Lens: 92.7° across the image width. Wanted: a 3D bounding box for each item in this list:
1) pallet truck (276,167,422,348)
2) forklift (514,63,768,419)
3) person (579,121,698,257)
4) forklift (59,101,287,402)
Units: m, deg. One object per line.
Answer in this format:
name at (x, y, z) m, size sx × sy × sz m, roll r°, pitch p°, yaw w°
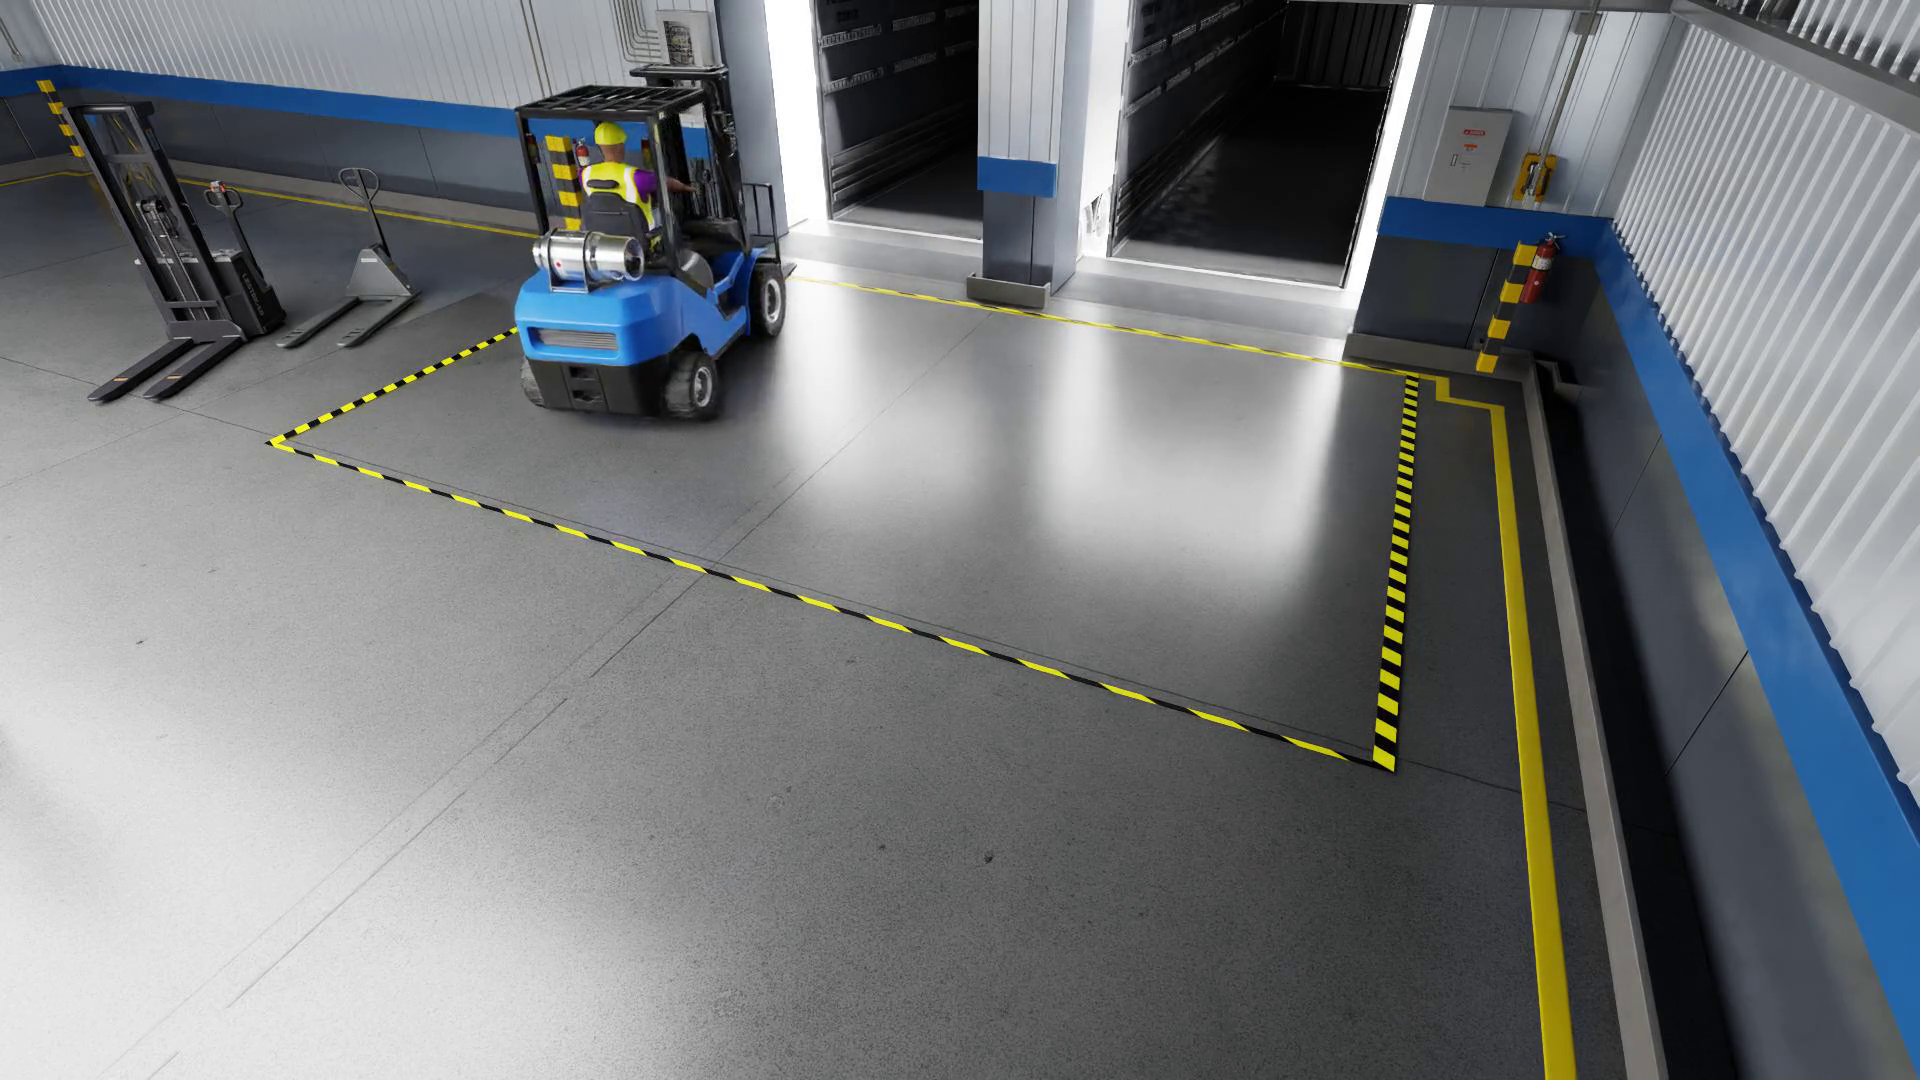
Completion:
pallet truck at (-5.732, -2.611, 8.414) m, size 0.680 × 1.201 × 1.601 m, roll -1°, pitch 35°, yaw -1°
forklift at (-2.448, -2.445, 7.207) m, size 1.157 × 2.036 × 2.680 m, roll 6°, pitch 35°, yaw 8°
person at (-2.430, -2.632, 7.147) m, size 0.635 × 1.294 × 1.004 m, roll 6°, pitch 35°, yaw 8°
forklift at (-6.686, -2.387, 7.434) m, size 0.823 × 1.965 × 1.885 m, roll -3°, pitch 35°, yaw -5°
